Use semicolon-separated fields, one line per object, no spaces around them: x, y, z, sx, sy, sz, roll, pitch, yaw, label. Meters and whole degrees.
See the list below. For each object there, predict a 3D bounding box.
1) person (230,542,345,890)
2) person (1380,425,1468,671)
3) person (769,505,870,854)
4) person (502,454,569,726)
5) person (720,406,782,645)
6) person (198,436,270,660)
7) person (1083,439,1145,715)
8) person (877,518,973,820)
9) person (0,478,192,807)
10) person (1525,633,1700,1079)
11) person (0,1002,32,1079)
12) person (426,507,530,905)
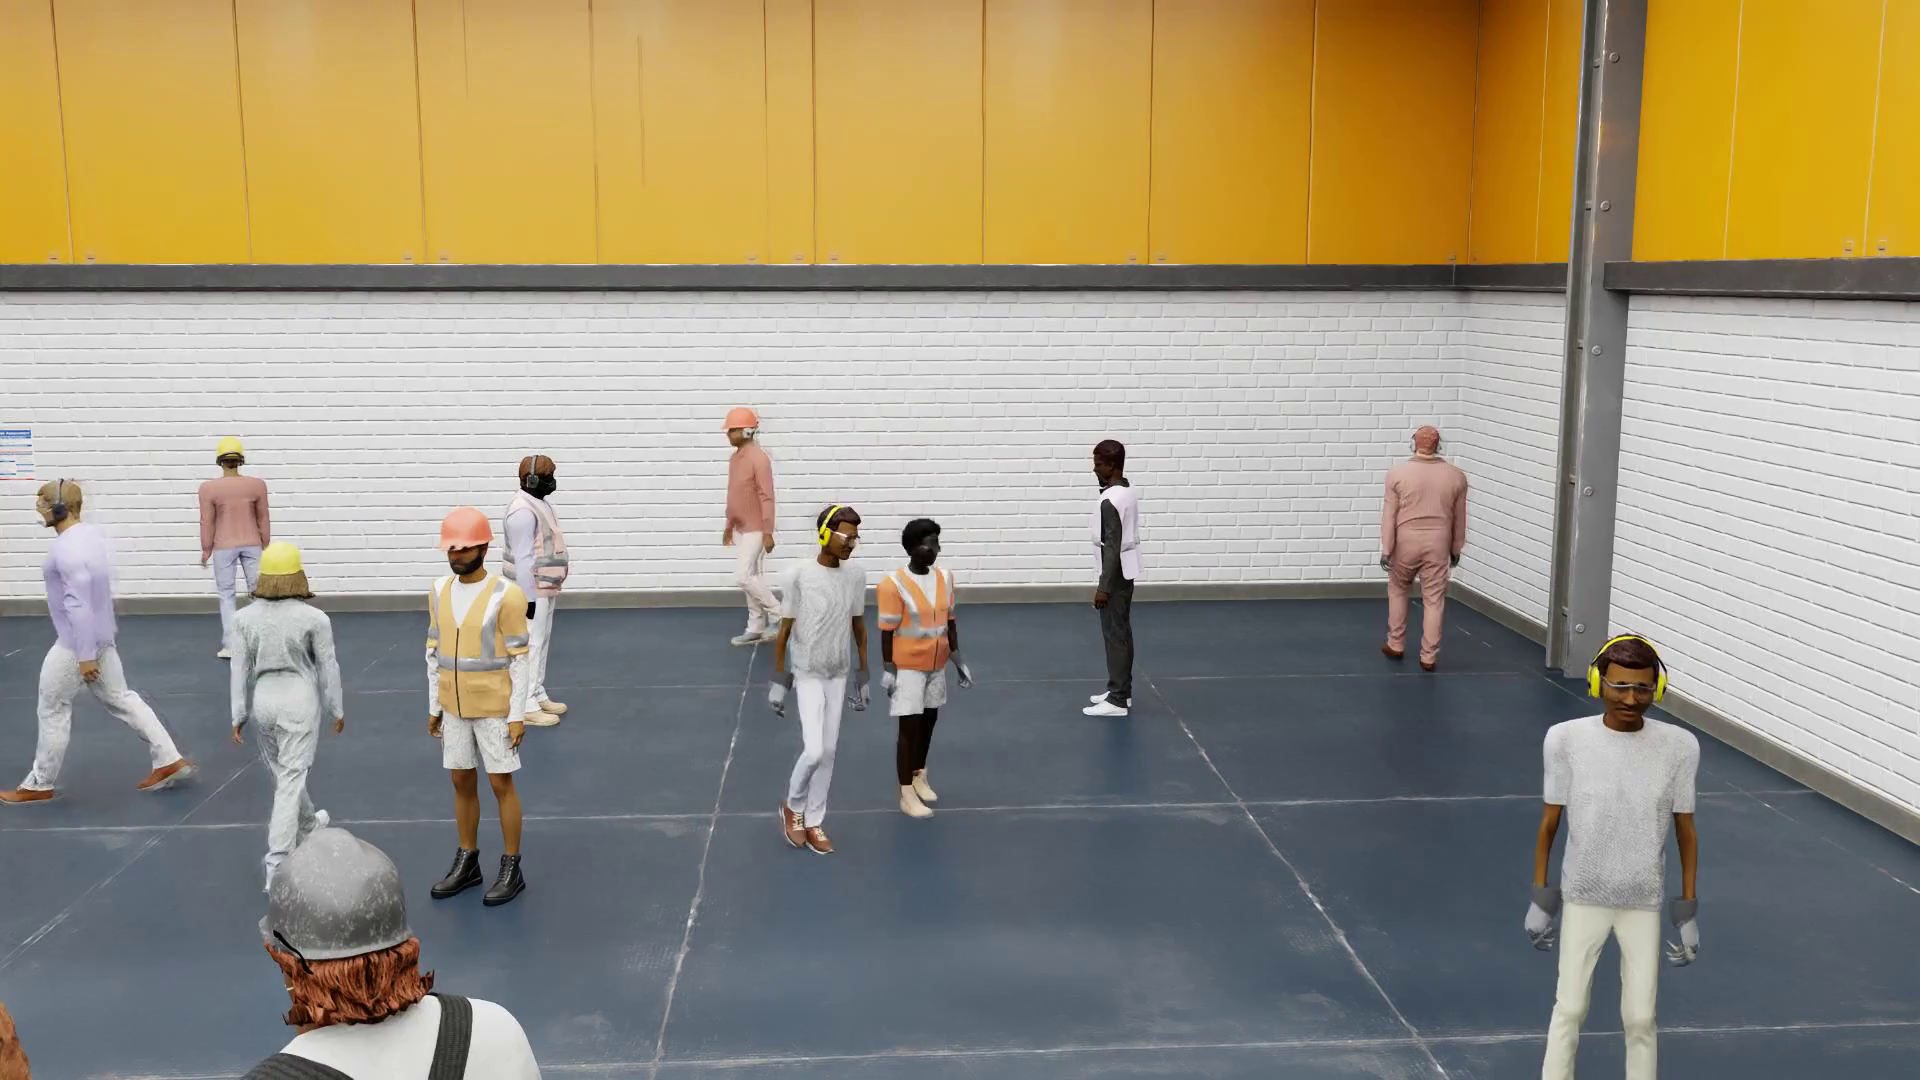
-3.388;0.849;8.442;0.503;1.690;0.918;0;9;1;person
3.576;0.040;12.970;0.667;1.878;0.792;0;9;3;person
-0.719;0.734;8.710;0.558;1.845;0.403;-6;11;-33;person
-2.869;0.333;11.292;0.430;1.836;0.628;0;9;-3;person
-1.718;-0.101;13.553;0.453;1.981;0.618;-4;10;-26;person
-5.736;0.063;13.184;0.530;1.766;0.329;-7;11;-36;person
1.069;0.259;11.486;0.393;1.916;0.591;2;9;15;person
-0.208;0.714;9.428;0.556;1.687;0.529;-9;12;-43;person
-5.014;0.575;9.578;1.015;1.898;0.647;-2;9;-15;person
2.189;1.227;5.592;0.550;1.856;0.328;2;9;13;person
-1.947;1.694;3.351;0.501;1.633;0.284;-7;11;-36;person
-2.347;0.798;8.033;0.552;1.935;0.361;3;10;20;person
